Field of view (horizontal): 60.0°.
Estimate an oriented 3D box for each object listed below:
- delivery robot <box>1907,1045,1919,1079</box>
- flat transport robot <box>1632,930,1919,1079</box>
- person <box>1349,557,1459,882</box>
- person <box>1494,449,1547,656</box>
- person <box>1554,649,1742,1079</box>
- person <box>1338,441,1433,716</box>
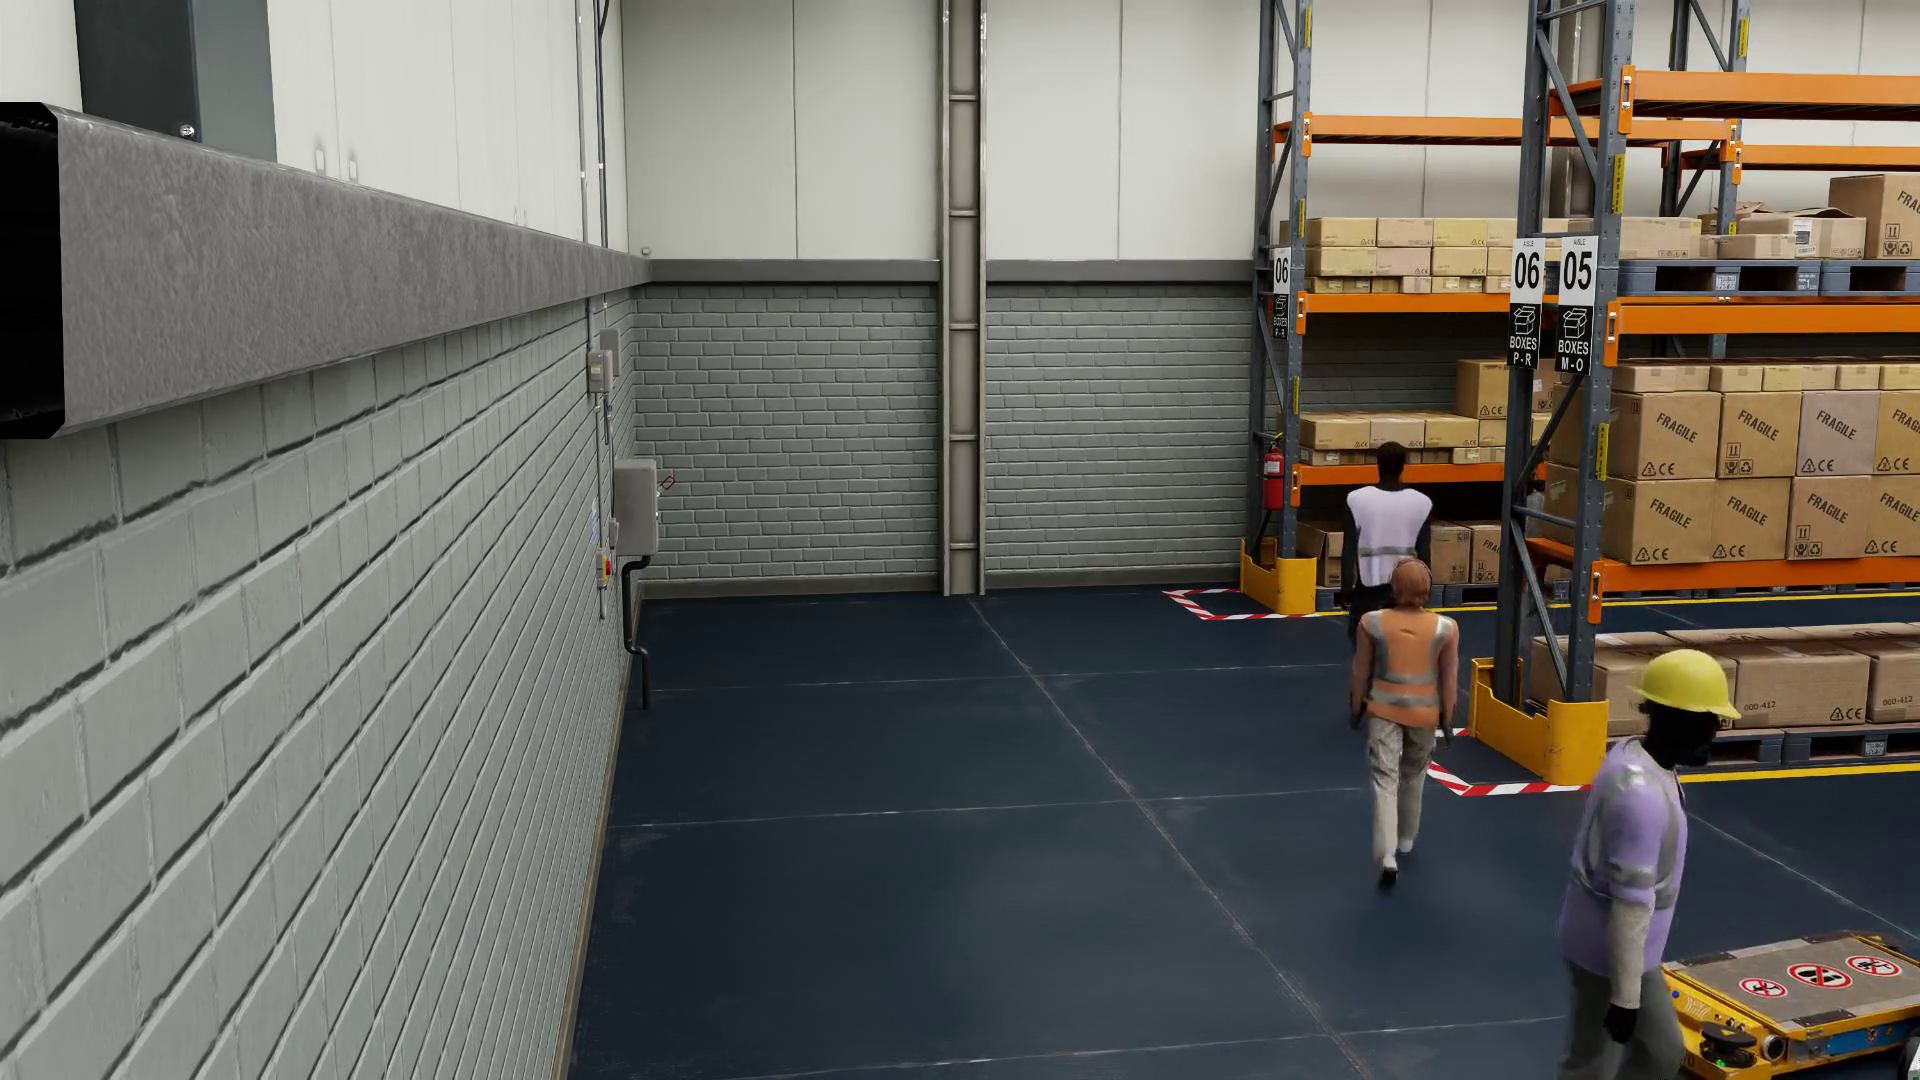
[{"bbox_3d":[3.450,1.805,5.643,0.477,0.478,0.707,7,12,37],"label":"delivery robot"},{"bbox_3d":[3.354,1.837,6.610,1.431,0.197,0.652,-3,10,-20],"label":"flat transport robot"},{"bbox_3d":[2.222,0.888,8.355,0.522,1.604,0.816,2,9,12],"label":"person"},{"bbox_3d":[3.871,0.293,11.281,0.663,1.849,0.539,-3,10,-19],"label":"person"},{"bbox_3d":[2.089,1.265,5.150,0.513,1.901,0.618,4,10,24],"label":"person"},{"bbox_3d":[2.838,0.286,11.148,0.608,1.899,0.457,0,9,0],"label":"person"}]
